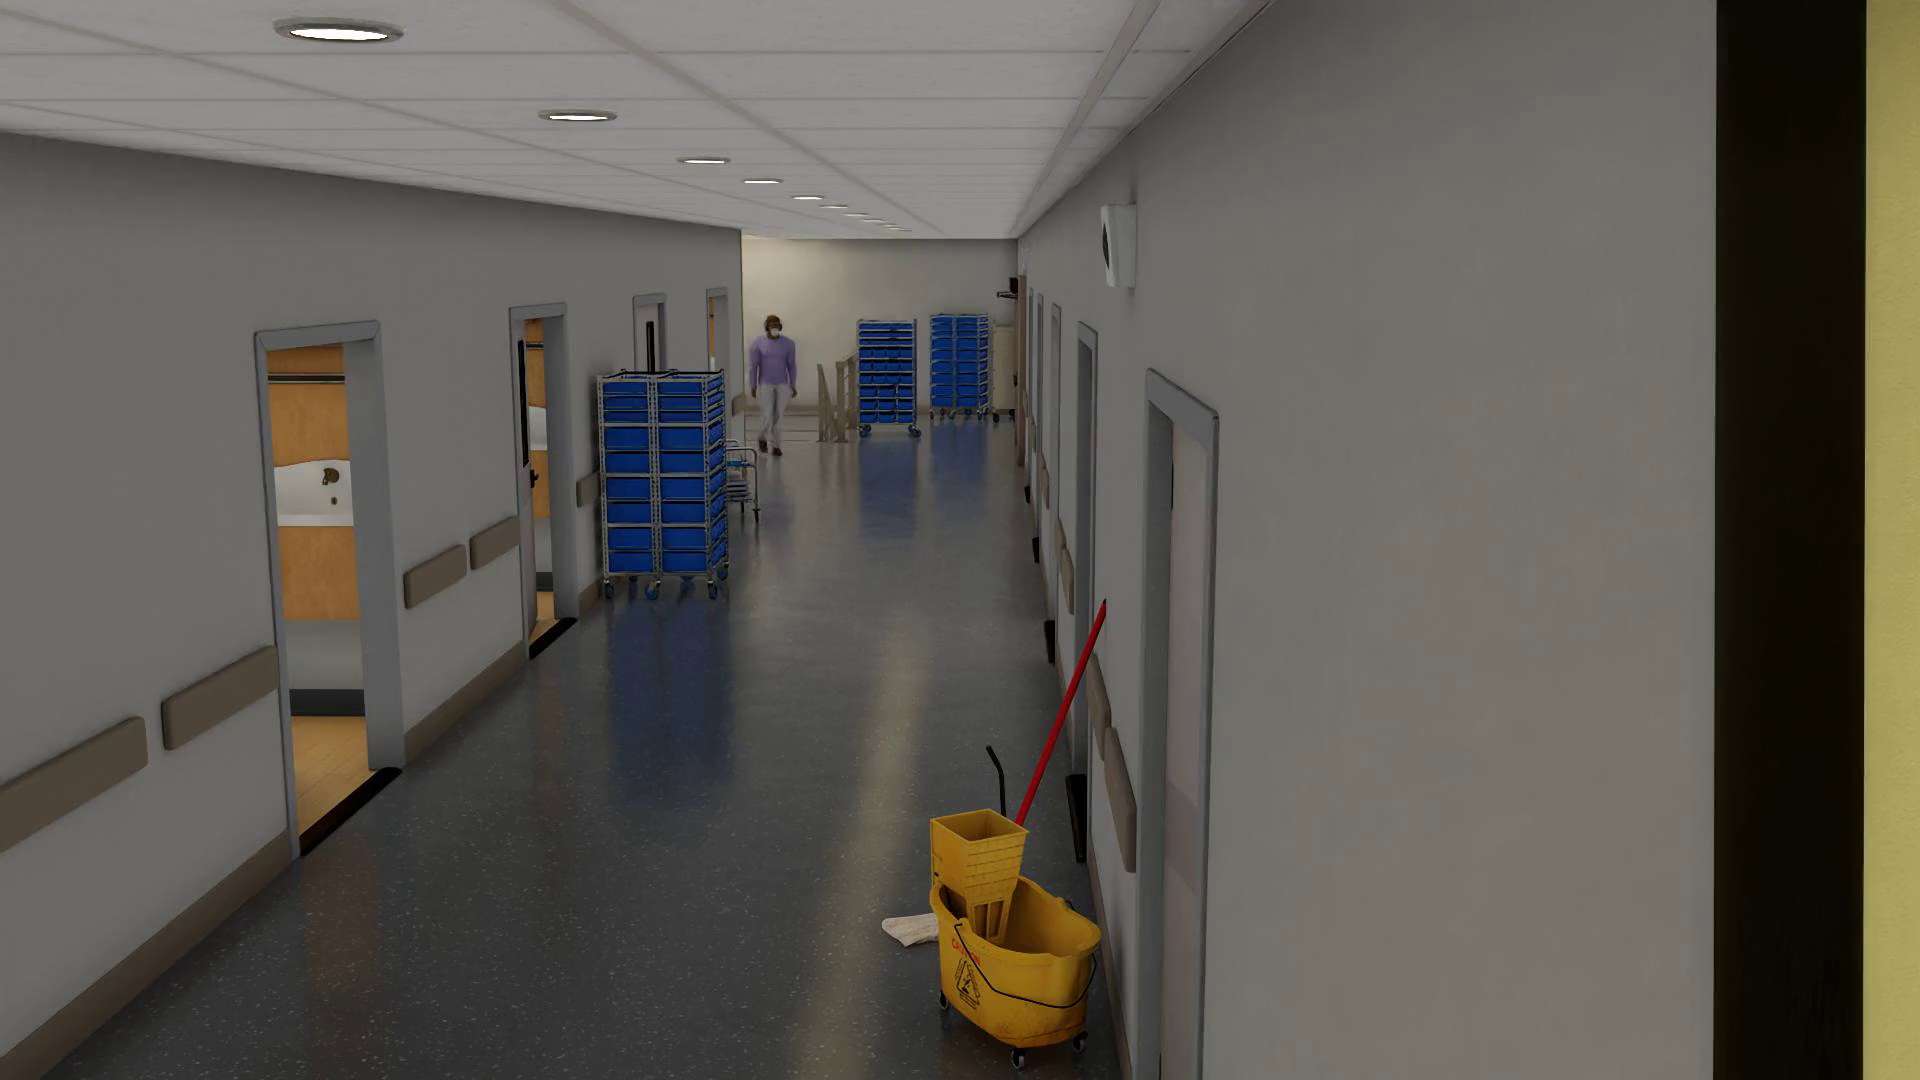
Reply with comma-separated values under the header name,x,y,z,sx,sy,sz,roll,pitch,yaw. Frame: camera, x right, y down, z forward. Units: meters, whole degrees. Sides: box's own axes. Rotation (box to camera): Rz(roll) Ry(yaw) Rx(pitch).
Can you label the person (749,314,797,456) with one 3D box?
name,x,y,z,sx,sy,sz,roll,pitch,yaw
person,-2.526,-2.094,22.555,0.641,1.922,0.420,-4,10,-24
